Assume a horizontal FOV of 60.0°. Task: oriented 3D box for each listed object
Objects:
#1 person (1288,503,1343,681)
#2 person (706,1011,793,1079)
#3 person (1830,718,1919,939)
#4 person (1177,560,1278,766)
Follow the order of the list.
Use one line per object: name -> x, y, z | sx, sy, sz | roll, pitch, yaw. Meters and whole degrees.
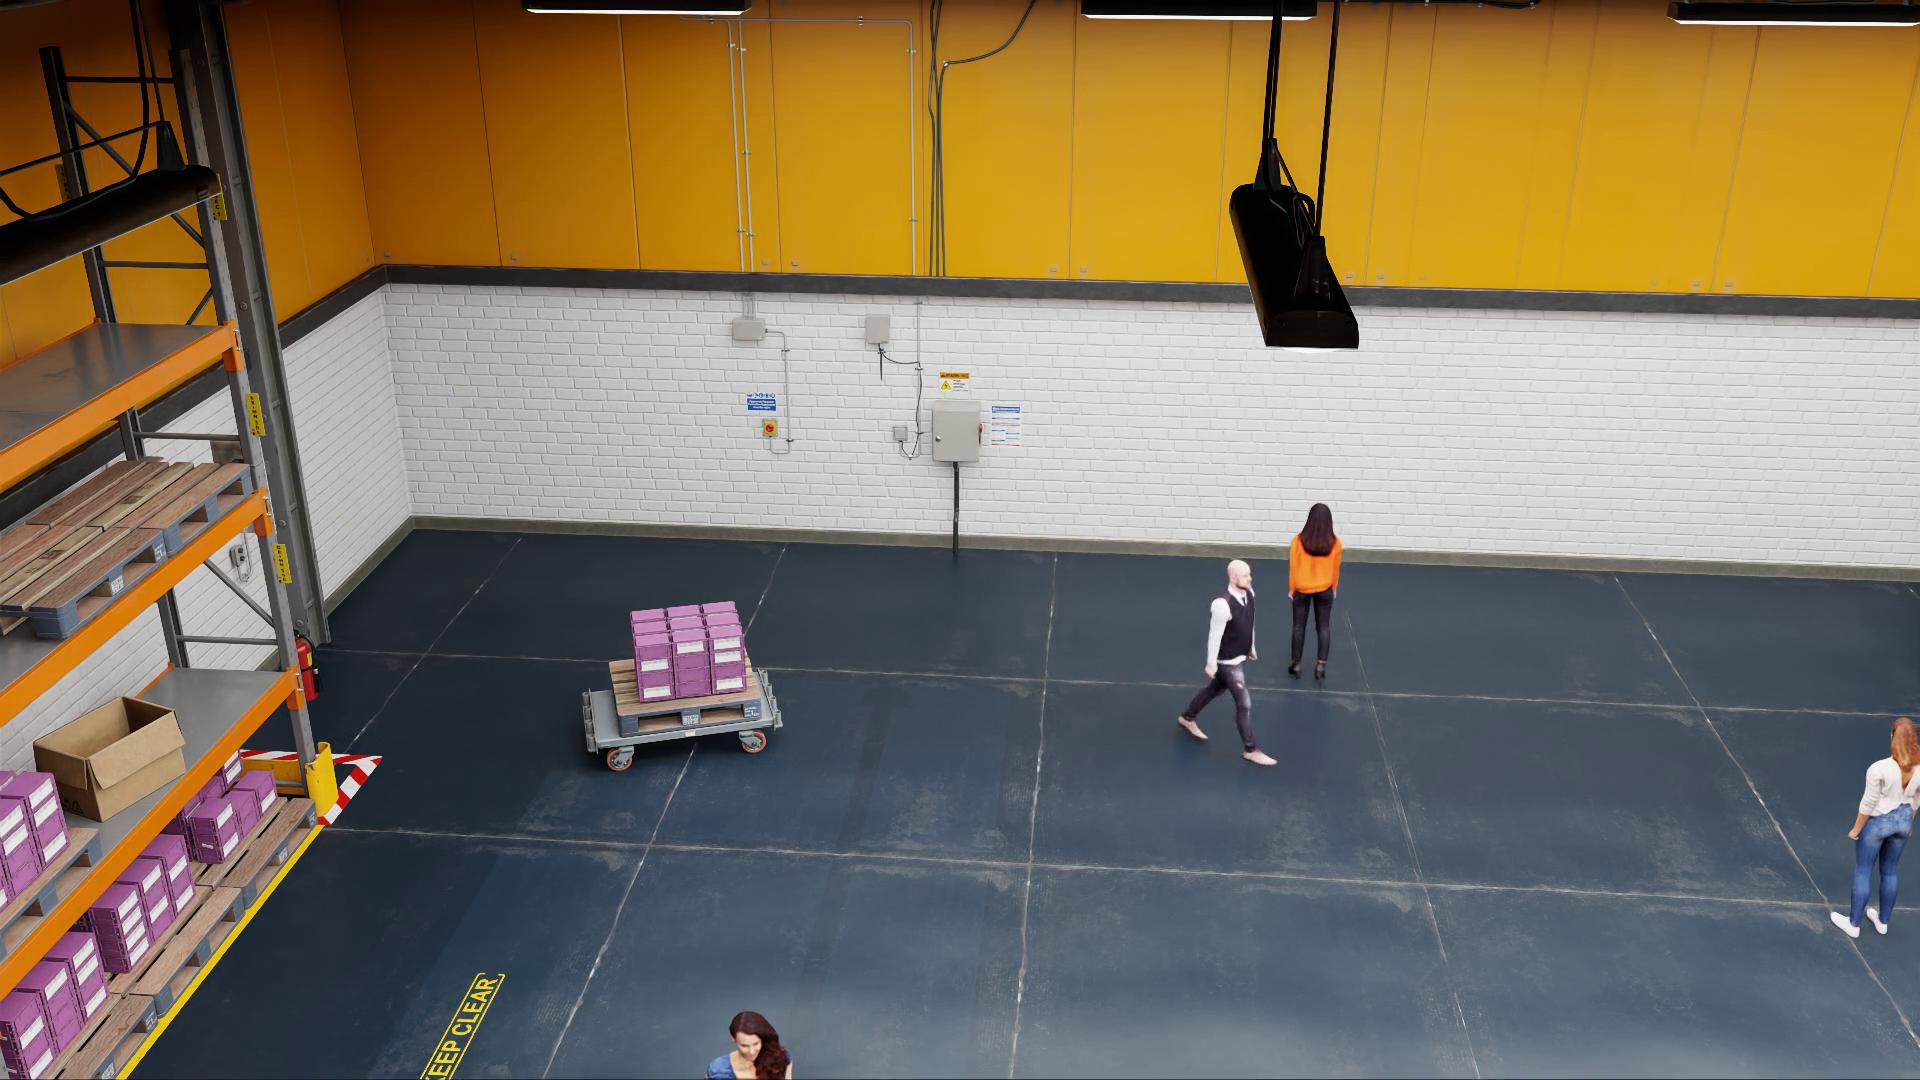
person -> 3.258, 0.469, 15.346 | 0.620, 1.749, 0.544 | 1, 24, 3
person -> -1.095, 3.263, 8.883 | 0.759, 1.805, 0.754 | -10, 26, -22
person -> 6.561, 2.037, 11.794 | 0.643, 1.720, 0.570 | -2, 24, -6
person -> 2.219, 1.000, 14.097 | 1.168, 1.776, 1.269 | 16, 28, 33
